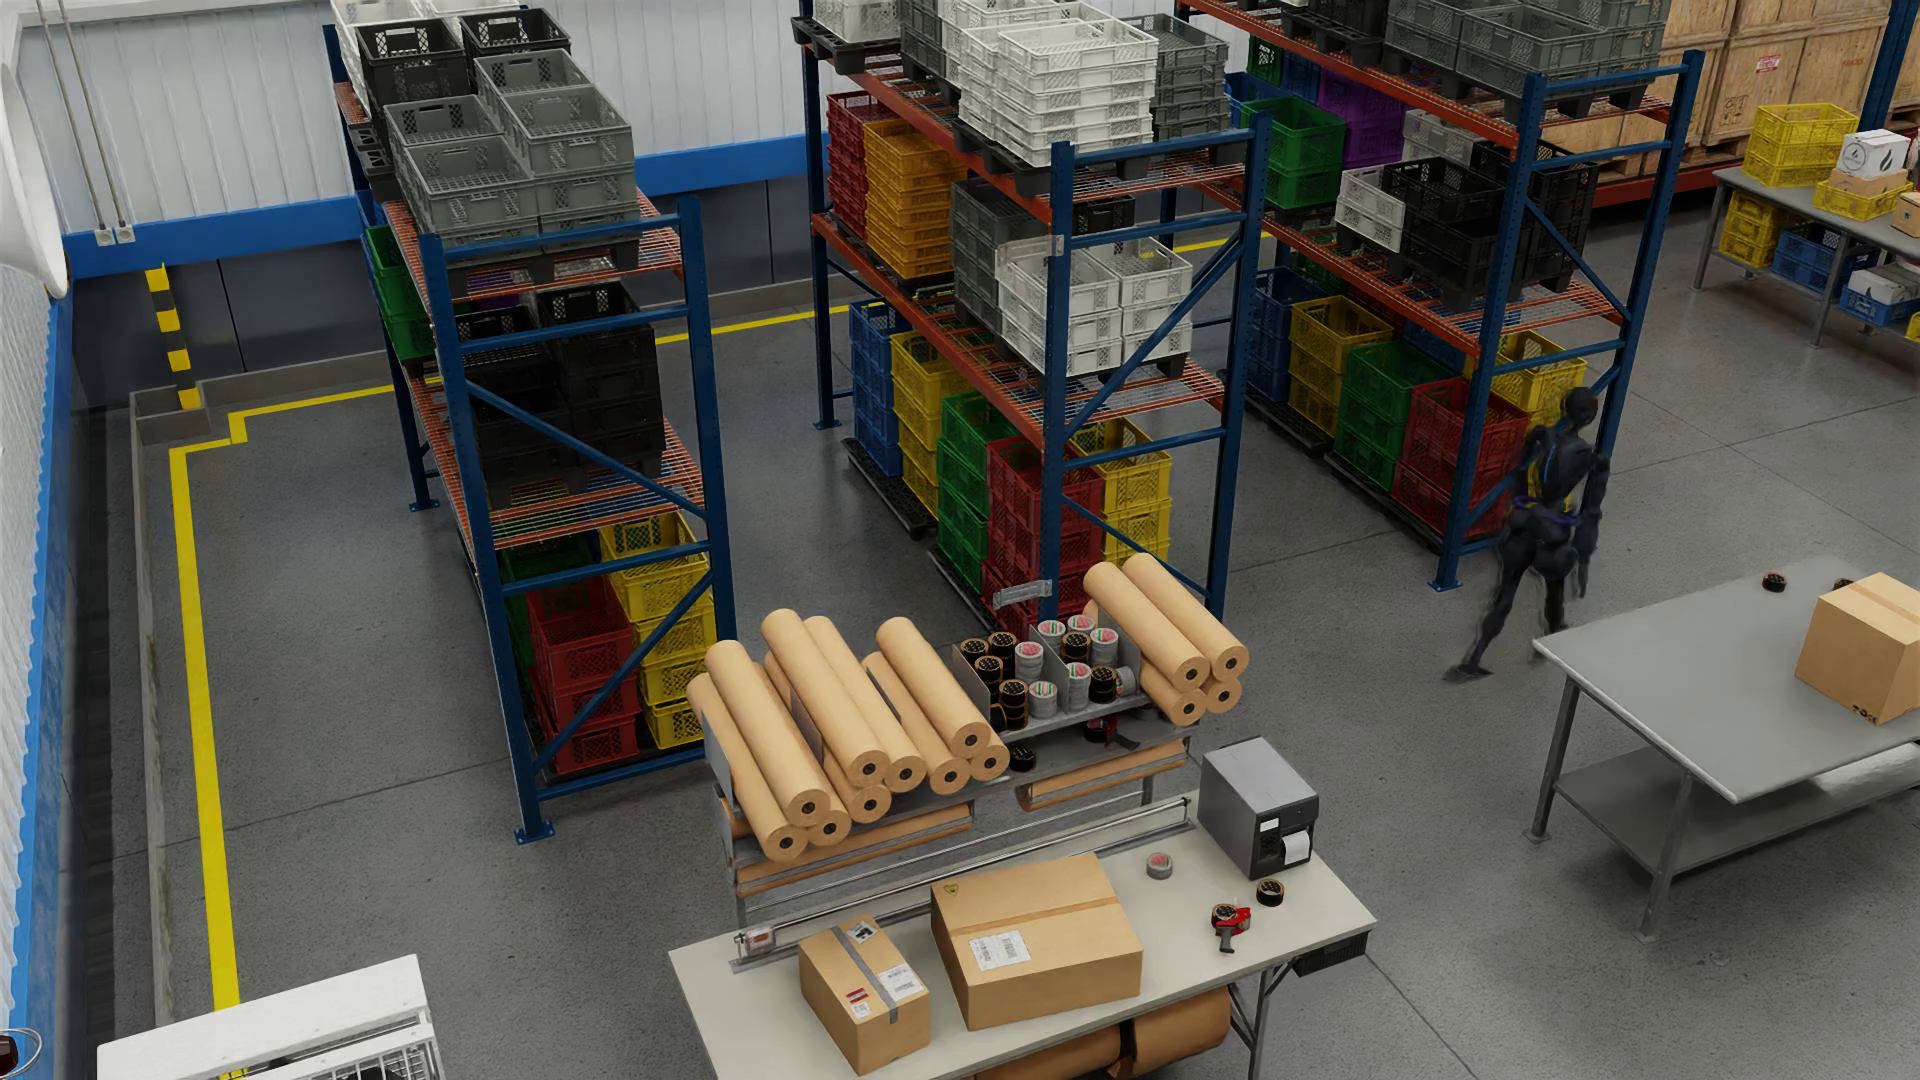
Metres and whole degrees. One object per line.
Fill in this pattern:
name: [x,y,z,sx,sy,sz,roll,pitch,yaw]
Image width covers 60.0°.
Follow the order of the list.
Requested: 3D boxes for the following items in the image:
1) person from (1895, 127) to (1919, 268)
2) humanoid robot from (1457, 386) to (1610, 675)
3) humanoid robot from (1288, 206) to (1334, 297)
person: [7.804,-2.894,13.070,0.625,1.955,0.828,3,32,5]
humanoid robot: [3.037,0.003,8.685,0.782,1.637,0.635,-24,39,-33]
humanoid robot: [2.782,-2.734,13.069,0.566,1.653,0.344,0,32,0]
